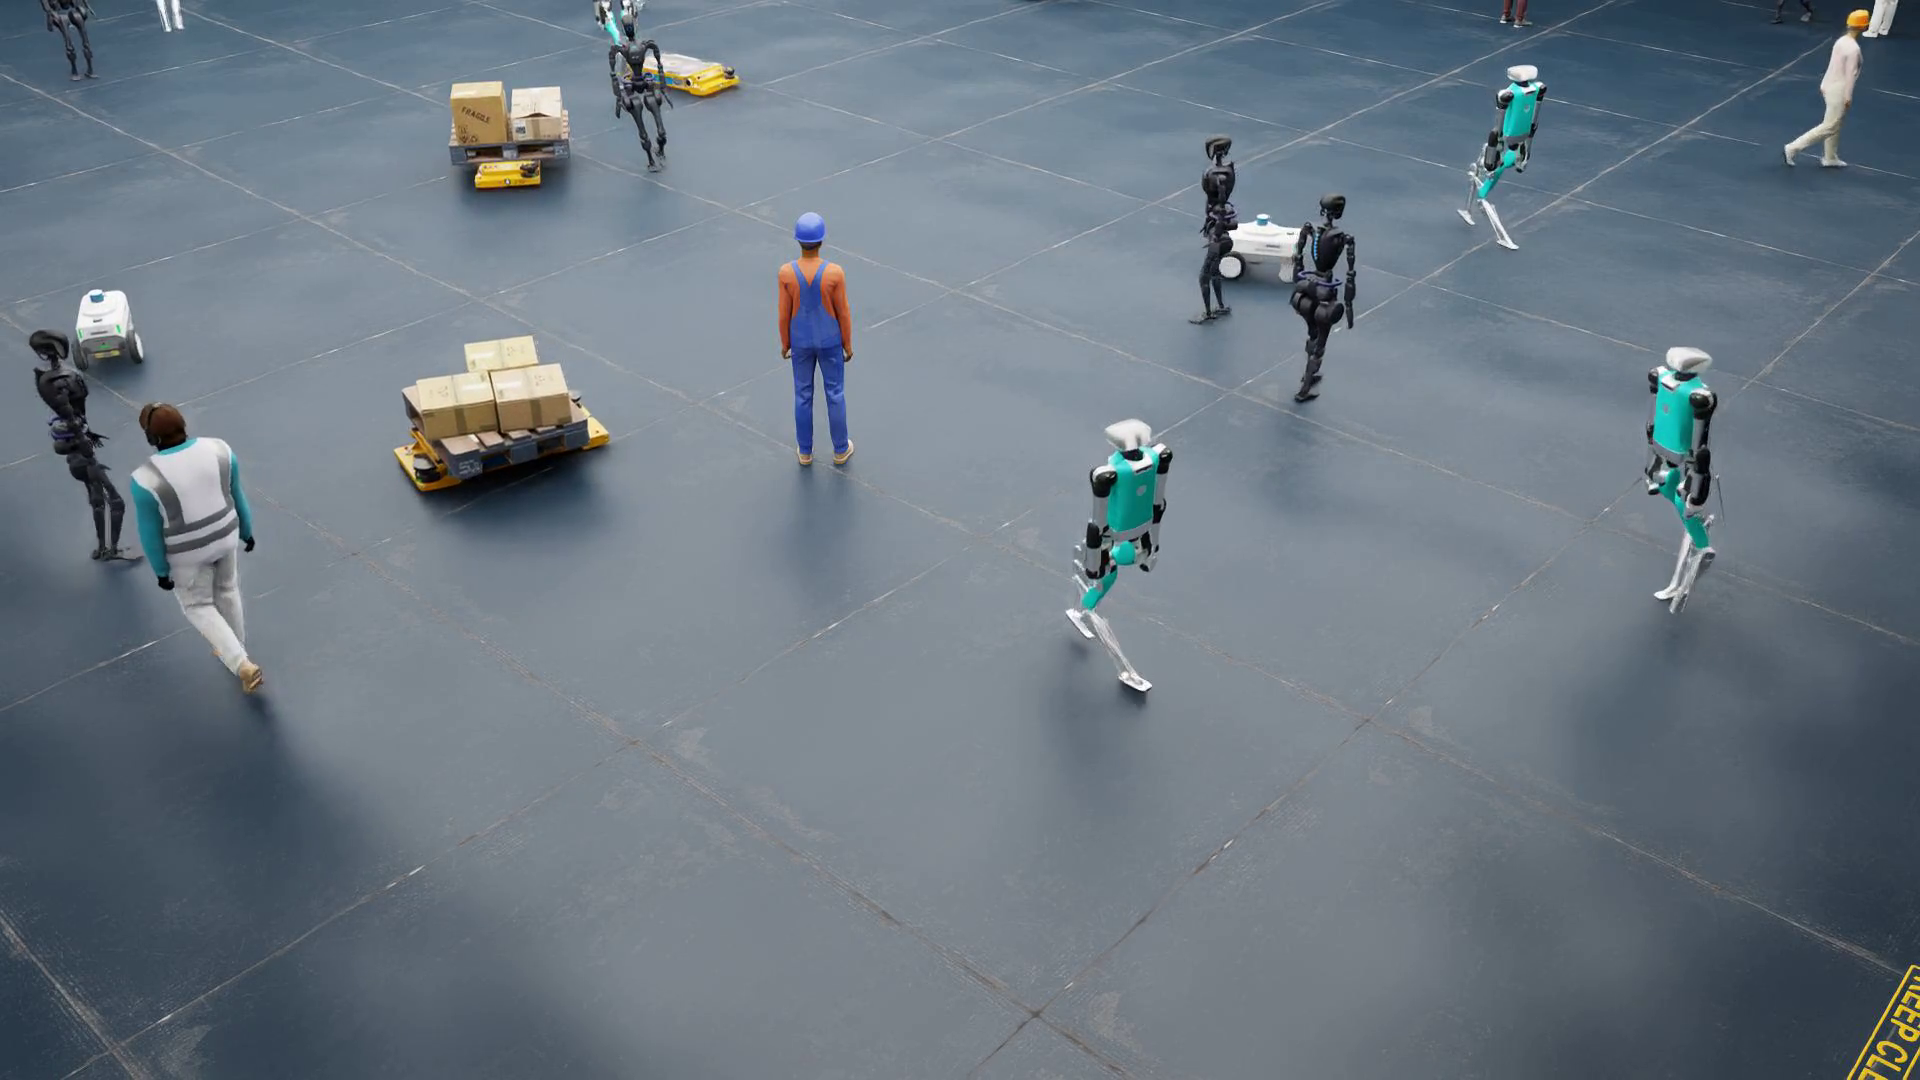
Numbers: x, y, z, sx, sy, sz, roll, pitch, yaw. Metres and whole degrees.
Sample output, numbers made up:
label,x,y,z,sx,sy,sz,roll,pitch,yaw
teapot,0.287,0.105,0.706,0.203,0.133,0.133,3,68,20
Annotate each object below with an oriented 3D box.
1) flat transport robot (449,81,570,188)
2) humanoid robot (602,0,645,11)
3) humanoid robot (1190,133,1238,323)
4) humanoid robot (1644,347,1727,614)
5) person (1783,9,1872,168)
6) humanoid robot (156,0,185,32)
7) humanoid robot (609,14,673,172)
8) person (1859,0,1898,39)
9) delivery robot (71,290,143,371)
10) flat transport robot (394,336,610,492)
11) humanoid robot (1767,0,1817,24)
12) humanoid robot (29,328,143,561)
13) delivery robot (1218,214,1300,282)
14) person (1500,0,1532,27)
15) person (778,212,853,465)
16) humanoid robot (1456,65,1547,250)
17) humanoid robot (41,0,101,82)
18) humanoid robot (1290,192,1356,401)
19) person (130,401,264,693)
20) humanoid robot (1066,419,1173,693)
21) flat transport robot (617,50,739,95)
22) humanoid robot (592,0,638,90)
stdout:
label,x,y,z,sx,sy,sz,roll,pitch,yaw
flat transport robot,-4.762,-4.094,17.746,0.659,0.231,1.431,-6,32,-10
humanoid robot,-4.727,-8.202,23.050,0.916,1.824,0.530,14,35,21
humanoid robot,2.191,-2.641,14.078,0.381,1.652,0.589,-2,32,-2
humanoid robot,4.597,-0.361,10.396,0.745,1.820,0.568,-6,32,-10
person,9.111,-4.683,17.350,0.714,1.670,0.477,3,32,4
humanoid robot,-10.575,-7.607,22.024,0.533,1.793,0.723,-17,36,-25
humanoid robot,-3.303,-4.640,17.290,0.613,1.641,0.333,-9,33,-15
person,12.210,-7.427,21.811,0.513,1.640,0.313,-15,35,-23
delivery robot,-7.059,-1.779,13.719,0.499,0.564,0.744,-11,33,-17
flat transport robot,-3.402,-0.743,12.350,1.431,0.231,0.659,-19,36,-27
humanoid robot,11.382,-7.789,22.385,0.664,1.634,0.602,-13,34,-20
humanoid robot,-5.703,-0.615,10.813,0.326,1.654,0.590,-17,36,-25
delivery robot,2.738,-2.679,15.185,0.767,0.583,0.499,7,33,11
person,7.601,-7.826,22.301,0.380,1.806,0.549,-16,35,-24
person,-1.026,-1.419,11.886,0.512,1.910,0.363,0,32,1
humanoid robot,5.012,-3.671,15.725,0.547,1.767,1.043,-15,35,-23
humanoid robot,-10.805,-6.418,20.148,0.394,1.651,0.590,24,39,34
humanoid robot,2.809,-1.902,12.885,0.513,1.640,0.602,-25,40,-34
person,-4.340,0.060,9.593,0.695,1.827,0.635,21,38,30
humanoid robot,0.820,0.010,9.791,0.550,1.766,1.034,-20,37,-29
flat transport robot,-3.462,-5.719,20.363,1.431,0.231,0.659,20,37,29
humanoid robot,-4.047,-6.185,19.746,0.535,1.791,0.785,-12,34,-19
